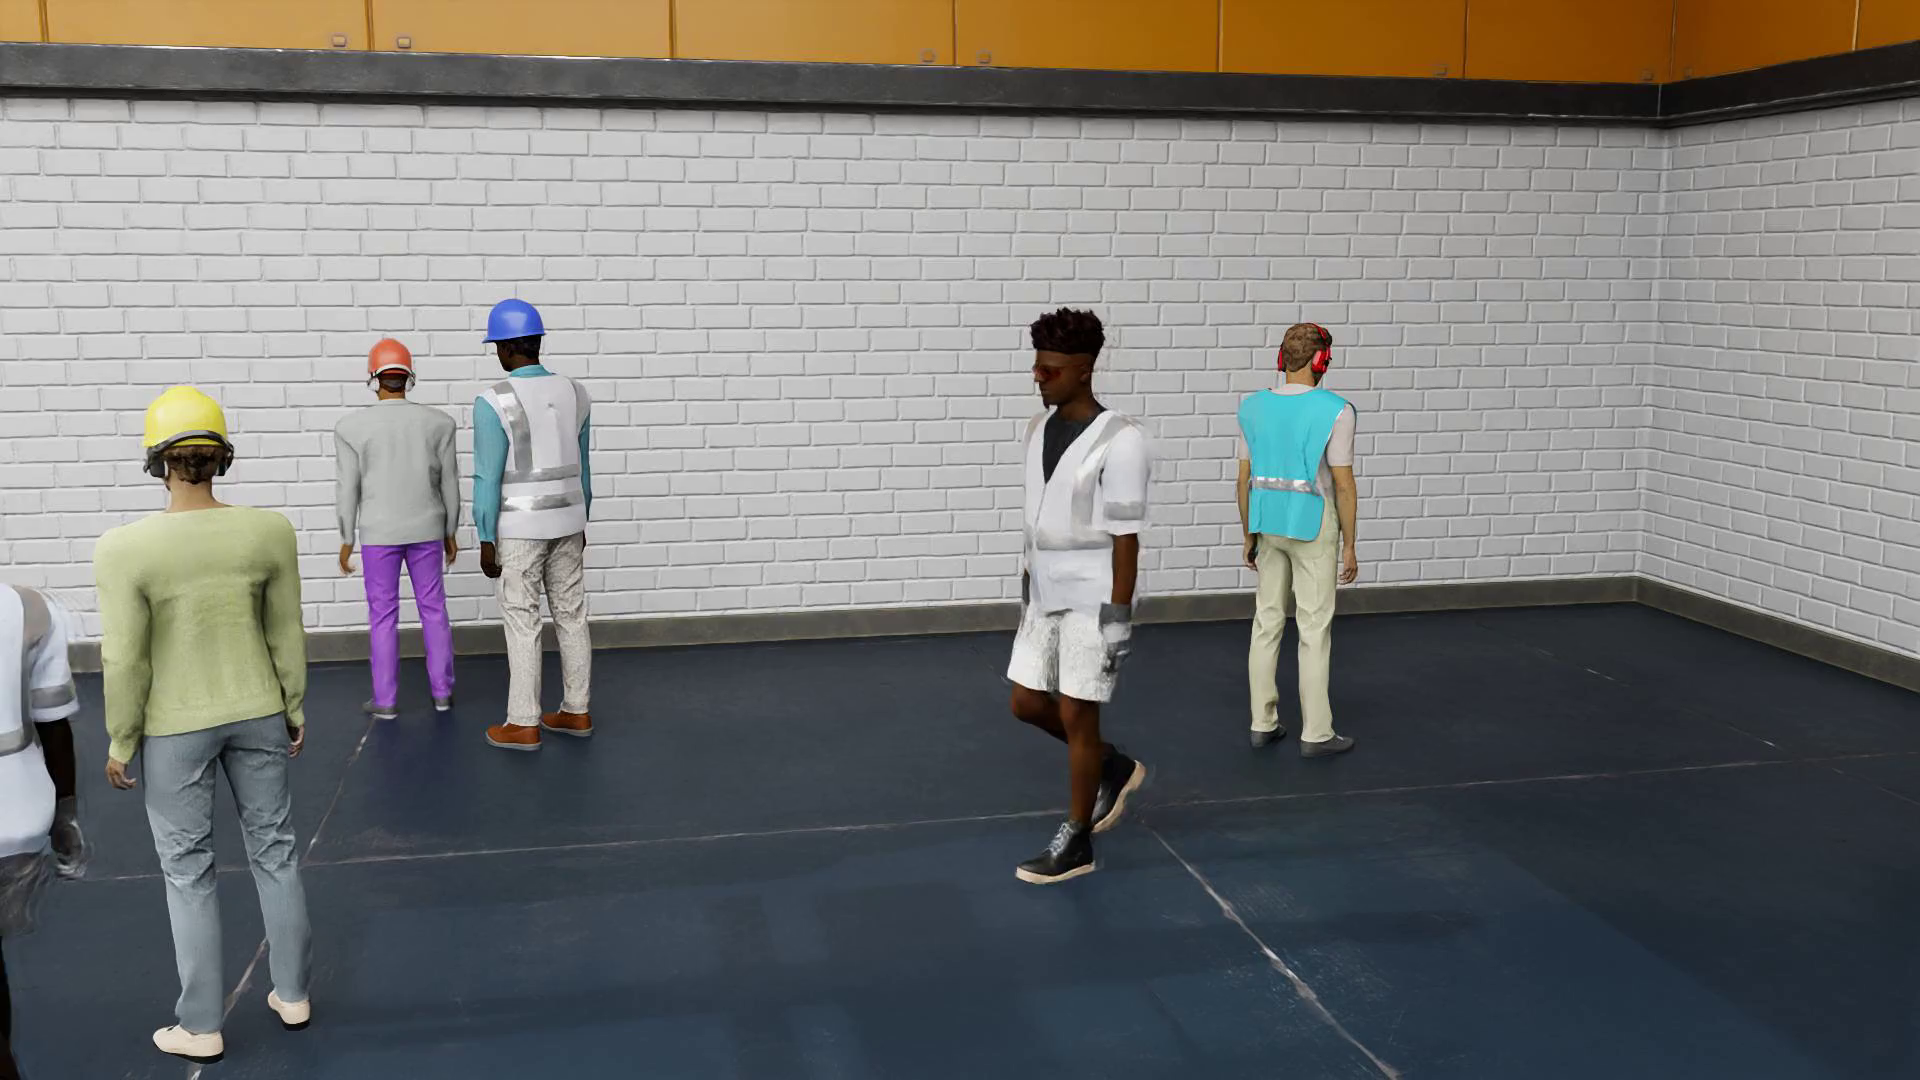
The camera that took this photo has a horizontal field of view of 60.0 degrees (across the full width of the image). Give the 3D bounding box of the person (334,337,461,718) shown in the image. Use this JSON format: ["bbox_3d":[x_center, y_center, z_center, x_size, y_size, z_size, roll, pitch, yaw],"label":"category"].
[{"bbox_3d":[-2.597,-0.057,7.706,0.567,1.750,0.335,-6,11,-34],"label":"person"}]

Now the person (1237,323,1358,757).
[{"bbox_3d":[1.424,0.003,7.073,0.563,1.839,0.389,9,13,42],"label":"person"}]

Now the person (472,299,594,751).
[{"bbox_3d":[-1.845,-0.063,7.183,0.416,1.939,0.605,7,11,36],"label":"person"}]

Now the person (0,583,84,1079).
[{"bbox_3d":[-2.277,0.644,3.645,0.668,1.677,0.540,4,10,25],"label":"person"}]

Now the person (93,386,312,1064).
[{"bbox_3d":[-1.983,0.481,4.384,0.323,1.767,0.533,8,12,41],"label":"person"}]

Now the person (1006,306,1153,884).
[{"bbox_3d":[0.429,0.182,5.659,0.535,1.948,0.604,-6,11,-34],"label":"person"}]
